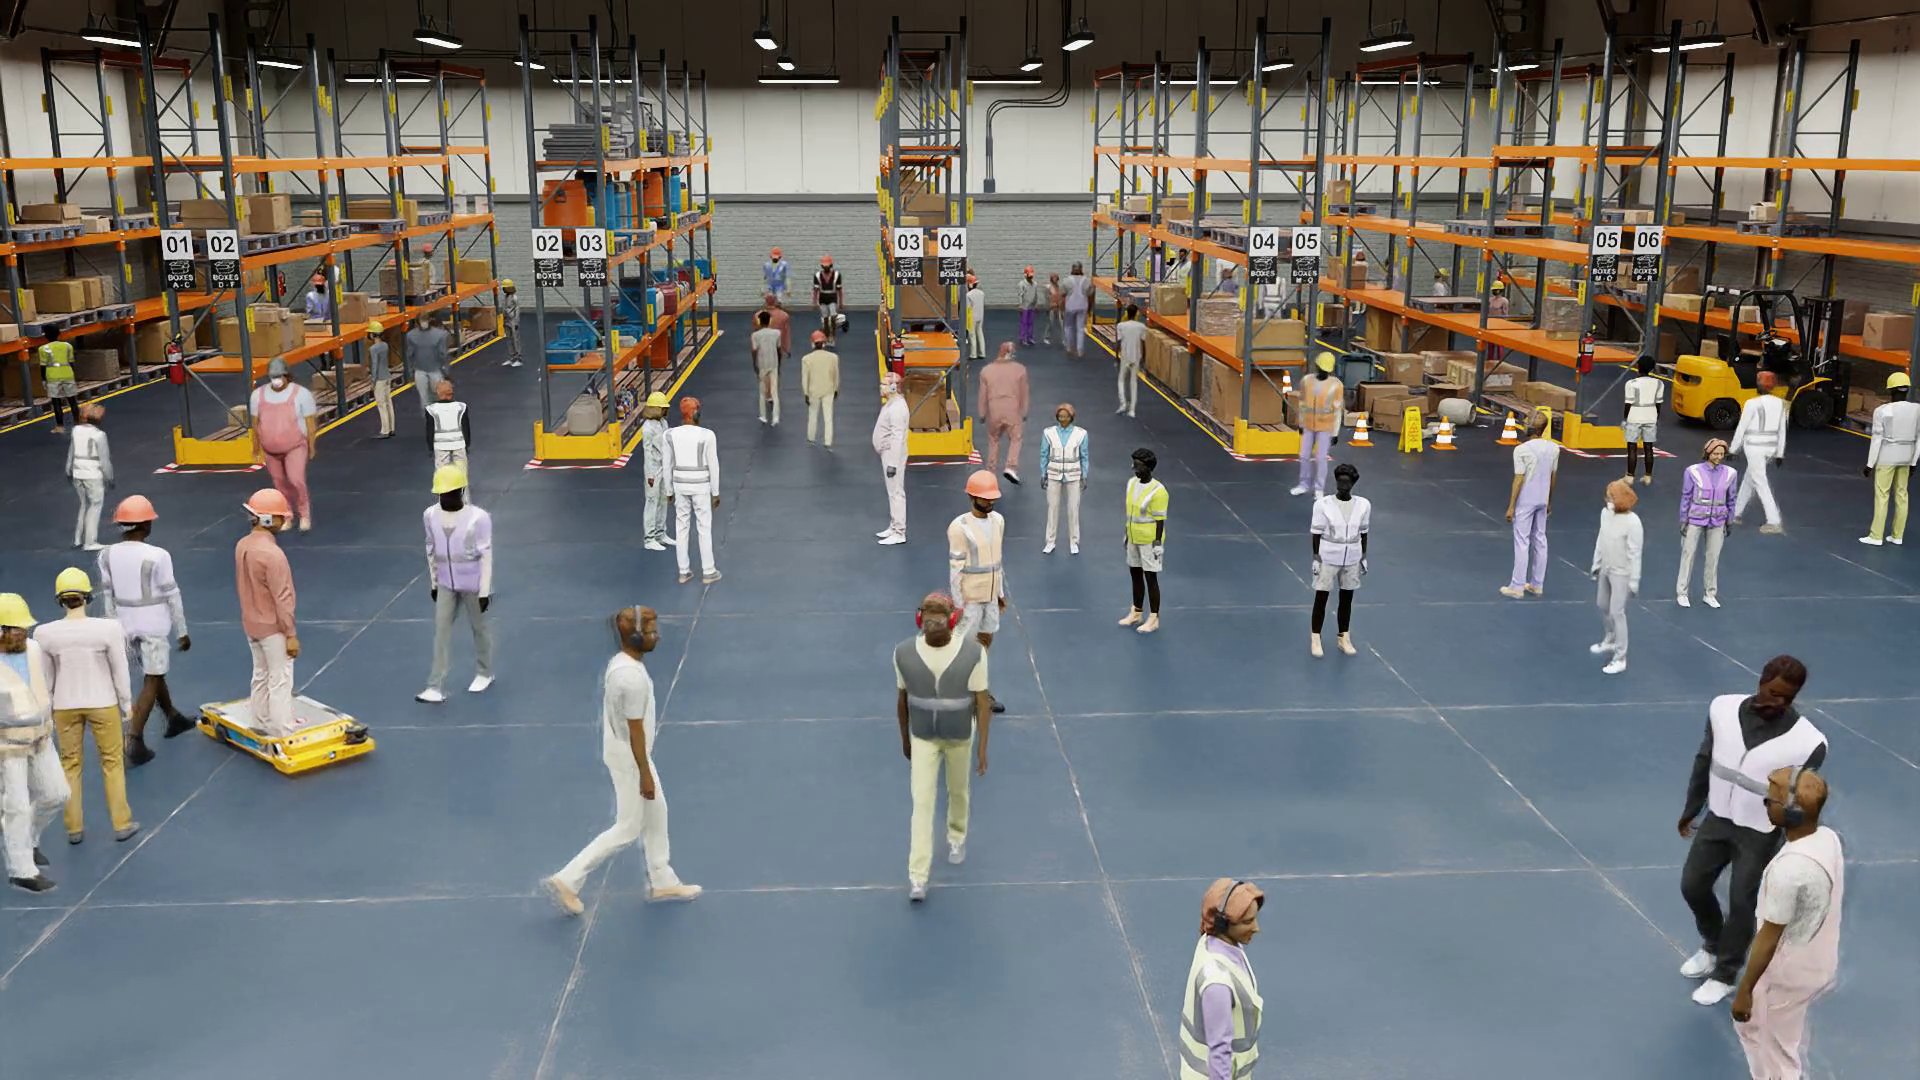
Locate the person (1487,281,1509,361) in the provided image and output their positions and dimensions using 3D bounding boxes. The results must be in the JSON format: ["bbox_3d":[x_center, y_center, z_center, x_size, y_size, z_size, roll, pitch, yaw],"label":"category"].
[{"bbox_3d":[10.502,-4.197,32.638,0.311,1.768,0.532,-7,15,-28],"label":"person"}]

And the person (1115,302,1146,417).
[{"bbox_3d":[2.780,-2.934,27.110,0.538,1.854,0.544,-1,13,-3],"label":"person"}]

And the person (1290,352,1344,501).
[{"bbox_3d":[4.431,-1.402,20.547,0.618,1.879,0.506,10,16,35],"label":"person"}]

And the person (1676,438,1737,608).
[{"bbox_3d":[7.098,-0.160,15.827,0.514,1.634,0.313,1,13,4],"label":"person"}]

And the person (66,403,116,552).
[{"bbox_3d":[-9.442,-0.680,18.066,0.555,1.609,0.417,6,15,25],"label":"person"}]

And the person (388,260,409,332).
[{"bbox_3d":[-11.972,-4.968,35.411,0.623,1.992,0.396,-1,13,-4],"label":"person"}]

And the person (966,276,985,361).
[{"bbox_3d":[0.269,-4.575,34.305,0.386,1.739,0.580,12,18,40],"label":"person"}]

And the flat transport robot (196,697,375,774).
[{"bbox_3d":[-4.976,1.376,12.227,1.431,0.197,0.652,12,18,40],"label":"flat transport robot"}]

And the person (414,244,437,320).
[{"bbox_3d":[-13.054,-6.240,40.746,0.699,2.021,0.621,-2,13,-10],"label":"person"}]

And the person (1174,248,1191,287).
[{"bbox_3d":[5.460,-6.171,40.703,0.401,1.910,0.603,-11,17,-39],"label":"person"}]

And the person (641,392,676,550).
[{"bbox_3d":[-3.284,-0.756,18.132,0.328,1.734,0.480,3,14,13],"label":"person"}]

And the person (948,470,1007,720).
[{"bbox_3d":[0.163,0.416,12.729,0.375,1.935,0.551,13,18,43],"label":"person"}]

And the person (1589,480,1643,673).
[{"bbox_3d":[5.554,0.274,14.013,0.457,1.614,0.694,-3,14,-11],"label":"person"}]

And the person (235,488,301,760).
[{"bbox_3d":[-4.855,0.619,11.768,0.611,1.984,0.401,12,18,42],"label":"person"}]

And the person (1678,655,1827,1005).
[{"bbox_3d":[3.981,1.460,8.423,0.436,1.892,0.652,-10,17,-37],"label":"person"}]

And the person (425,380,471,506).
[{"bbox_3d":[-6.039,-1.075,19.679,0.511,1.641,0.308,-7,15,-27],"label":"person"}]

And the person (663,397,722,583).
[{"bbox_3d":[-2.686,-0.497,16.707,0.574,1.886,0.360,3,14,12],"label":"person"}]

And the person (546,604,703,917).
[{"bbox_3d":[-1.928,1.255,9.430,0.818,1.823,0.506,-2,14,-10],"label":"person"}]

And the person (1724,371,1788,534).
[{"bbox_3d":[9.151,-1.017,19.029,0.576,1.840,0.970,-6,15,-25],"label":"person"}]

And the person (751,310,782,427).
[{"bbox_3d":[-3.024,-2.711,26.227,0.511,1.832,0.976,-4,14,-15],"label":"person"}]

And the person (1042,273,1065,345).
[{"bbox_3d":[2.092,-5.124,36.903,0.574,1.605,0.668,-7,15,-29],"label":"person"}]

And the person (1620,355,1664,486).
[{"bbox_3d":[8.816,-1.543,21.541,0.540,1.695,0.317,-2,13,-9],"label":"person"}]

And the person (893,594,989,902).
[{"bbox_3d":[-0.110,1.179,9.834,0.575,1.787,0.964,1,13,5],"label":"person"}]

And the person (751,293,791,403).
[{"bbox_3d":[-3.267,-3.323,28.753,0.665,1.863,0.991,-3,14,-12],"label":"person"}]

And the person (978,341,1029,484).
[{"bbox_3d":[0.560,-1.664,21.676,0.683,1.872,0.662,3,14,12],"label":"person"}]

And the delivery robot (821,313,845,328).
[{"bbox_3d":[-2.992,-5.204,39.295,0.477,0.478,0.707,5,14,20],"label":"delivery robot"}]

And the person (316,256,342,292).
[{"bbox_3d":[-15.139,-5.936,39.964,0.572,1.785,0.990,-6,14,-23],"label":"person"}]

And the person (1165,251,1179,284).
[{"bbox_3d":[5.009,-5.901,39.511,0.363,1.927,0.587,1,13,4],"label":"person"}]

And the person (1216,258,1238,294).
[{"bbox_3d":[6.786,-6.506,42.132,0.638,1.903,0.408,-6,15,-25],"label":"person"}]

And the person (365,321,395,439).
[{"bbox_3d":[-8.742,-2.407,25.046,0.299,1.772,0.533,1,13,4],"label":"person"}]

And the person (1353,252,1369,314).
[{"bbox_3d":[10.547,-6.783,43.875,0.506,1.631,0.277,-8,15,-31],"label":"person"}]

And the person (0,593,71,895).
[{"bbox_3d":[-5.510,1.191,9.715,0.411,1.817,0.603,3,14,13],"label":"person"}]

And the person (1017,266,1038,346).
[{"bbox_3d":[1.521,-5.178,36.815,0.573,1.750,0.330,-13,18,-43],"label":"person"}]

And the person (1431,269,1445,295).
[{"bbox_3d":[10.304,-4.982,36.047,0.348,1.734,0.595,0,13,0],"label":"person"}]

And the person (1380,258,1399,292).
[{"bbox_3d":[10.110,-5.774,39.231,0.436,1.811,0.674,-1,13,-3],"label":"person"}]

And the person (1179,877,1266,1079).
[{"bbox_3d":[0.991,2.067,6.377,0.311,1.636,0.521,2,13,8],"label":"person"}]

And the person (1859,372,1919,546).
[{"bbox_3d":[10.228,-0.879,18.253,0.584,1.919,0.375,-1,13,-5],"label":"person"}]

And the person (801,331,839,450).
[{"bbox_3d":[-2.030,-2.182,24.229,0.571,1.702,0.887,-3,14,-13],"label":"person"}]

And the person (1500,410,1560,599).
[{"bbox_3d":[5.538,-0.346,16.151,0.512,1.846,0.340,-5,14,-21],"label":"person"}]

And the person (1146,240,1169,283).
[{"bbox_3d":[4.974,-6.499,41.792,0.616,2.041,0.379,5,14,21],"label":"person"}]

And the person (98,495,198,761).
[{"bbox_3d":[-5.881,0.615,11.988,0.557,1.897,0.957,3,14,13],"label":"person"}]

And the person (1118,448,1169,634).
[{"bbox_3d":[1.668,-0.002,15.035,0.319,1.691,0.537,-8,15,-30],"label":"person"}]

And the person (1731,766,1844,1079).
[{"bbox_3d":[3.437,1.815,7.024,0.447,1.831,0.550,12,18,42],"label":"person"}]

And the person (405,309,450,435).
[{"bbox_3d":[-8.148,-2.595,25.523,0.635,1.918,0.684,-2,13,-8],"label":"person"}]

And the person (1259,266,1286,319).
[{"bbox_3d":[6.789,-5.070,36.125,0.616,1.863,0.614,4,14,16],"label":"person"}]

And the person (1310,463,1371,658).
[{"bbox_3d":[3.255,0.170,14.282,0.532,1.697,0.322,-2,13,-9],"label":"person"}]

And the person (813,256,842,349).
[{"bbox_3d":[-2.897,-5.162,36.208,0.630,2.000,0.953,0,13,1],"label":"person"}]

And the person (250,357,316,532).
[{"bbox_3d":[-7.702,-1.085,18.865,0.690,2.000,0.612,0,13,-1],"label":"person"}]

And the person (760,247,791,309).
[{"bbox_3d":[-4.412,-5.966,39.621,0.735,1.998,0.608,3,14,13],"label":"person"}]

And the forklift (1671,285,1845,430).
[{"bbox_3d":[12.503,-2.886,26.166,2.313,2.155,1.214,-1,13,-3],"label":"forklift"}]

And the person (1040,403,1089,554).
[{"bbox_3d":[1.123,-0.659,17.926,0.522,1.636,0.309,2,13,9],"label":"person"}]

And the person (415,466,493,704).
[{"bbox_3d":[-3.974,0.363,13.056,0.617,1.880,0.943,3,14,12],"label":"person"}]

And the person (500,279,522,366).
[{"bbox_3d":[-9.022,-4.356,33.364,0.494,1.740,0.301,12,18,41],"label":"person"}]

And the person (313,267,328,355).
[{"bbox_3d":[-13.547,-4.848,35.238,0.467,1.846,0.719,-9,16,-32],"label":"person"}]

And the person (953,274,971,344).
[{"bbox_3d":[0.013,-5.320,37.173,0.532,1.868,0.310,2,13,9],"label":"person"}]

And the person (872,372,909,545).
[{"bbox_3d":[-0.763,-0.909,18.397,0.409,1.913,0.648,-1,13,-4],"label":"person"}]

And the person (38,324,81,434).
[{"bbox_3d":[-13.804,-2.464,25.479,0.323,1.690,0.546,8,16,32],"label":"person"}]

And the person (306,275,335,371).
[{"bbox_3d":[-12.425,-4.214,32.448,0.556,1.882,0.998,-5,14,-21],"label":"person"}]

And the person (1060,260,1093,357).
[{"bbox_3d":[2.440,-4.904,35.042,0.701,2.000,0.972,-1,13,-3],"label":"person"}]

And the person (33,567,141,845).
[{"bbox_3d":[-5.505,1.042,10.485,0.533,1.754,0.392,-3,14,-12],"label":"person"}]
